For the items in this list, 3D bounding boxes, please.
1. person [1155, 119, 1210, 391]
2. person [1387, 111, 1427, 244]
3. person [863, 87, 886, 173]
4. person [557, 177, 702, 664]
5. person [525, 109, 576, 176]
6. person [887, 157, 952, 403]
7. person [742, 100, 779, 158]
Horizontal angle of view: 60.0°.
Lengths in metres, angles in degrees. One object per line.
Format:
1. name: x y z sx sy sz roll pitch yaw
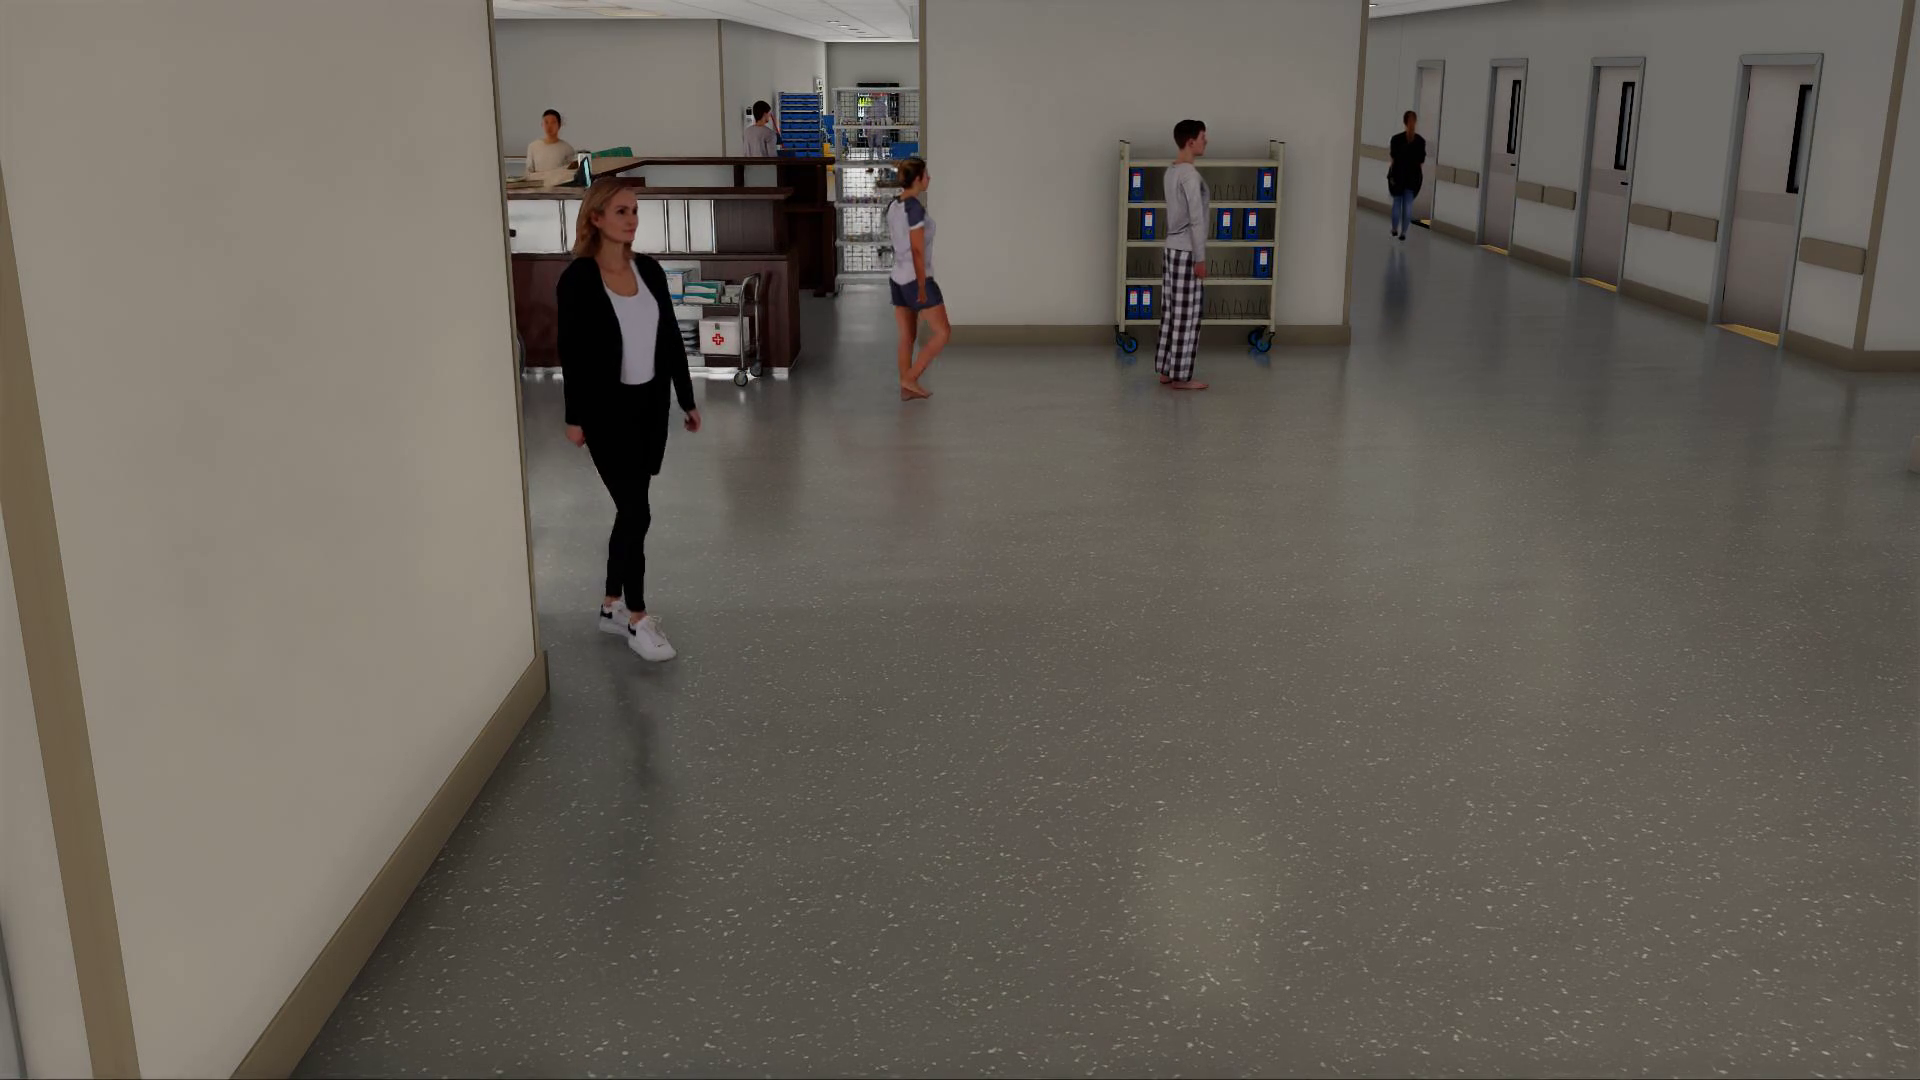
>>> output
1. person: 1.566 -1.998 11.649 0.616 1.847 0.673 -4 16 -13
2. person: 5.721 -4.620 21.321 1.022 1.645 0.840 3 16 12
3. person: -1.876 -9.054 36.697 0.582 1.836 0.783 4 16 12
4. person: -1.335 -0.449 6.280 0.936 1.778 0.856 11 19 34
5. person: -4.043 -3.353 16.575 1.041 1.782 0.806 2 16 8
6. person: -0.370 -1.702 11.023 0.723 1.617 0.684 -9 18 -29
7. person: -2.311 -4.160 19.327 0.684 1.841 0.783 12 20 36
